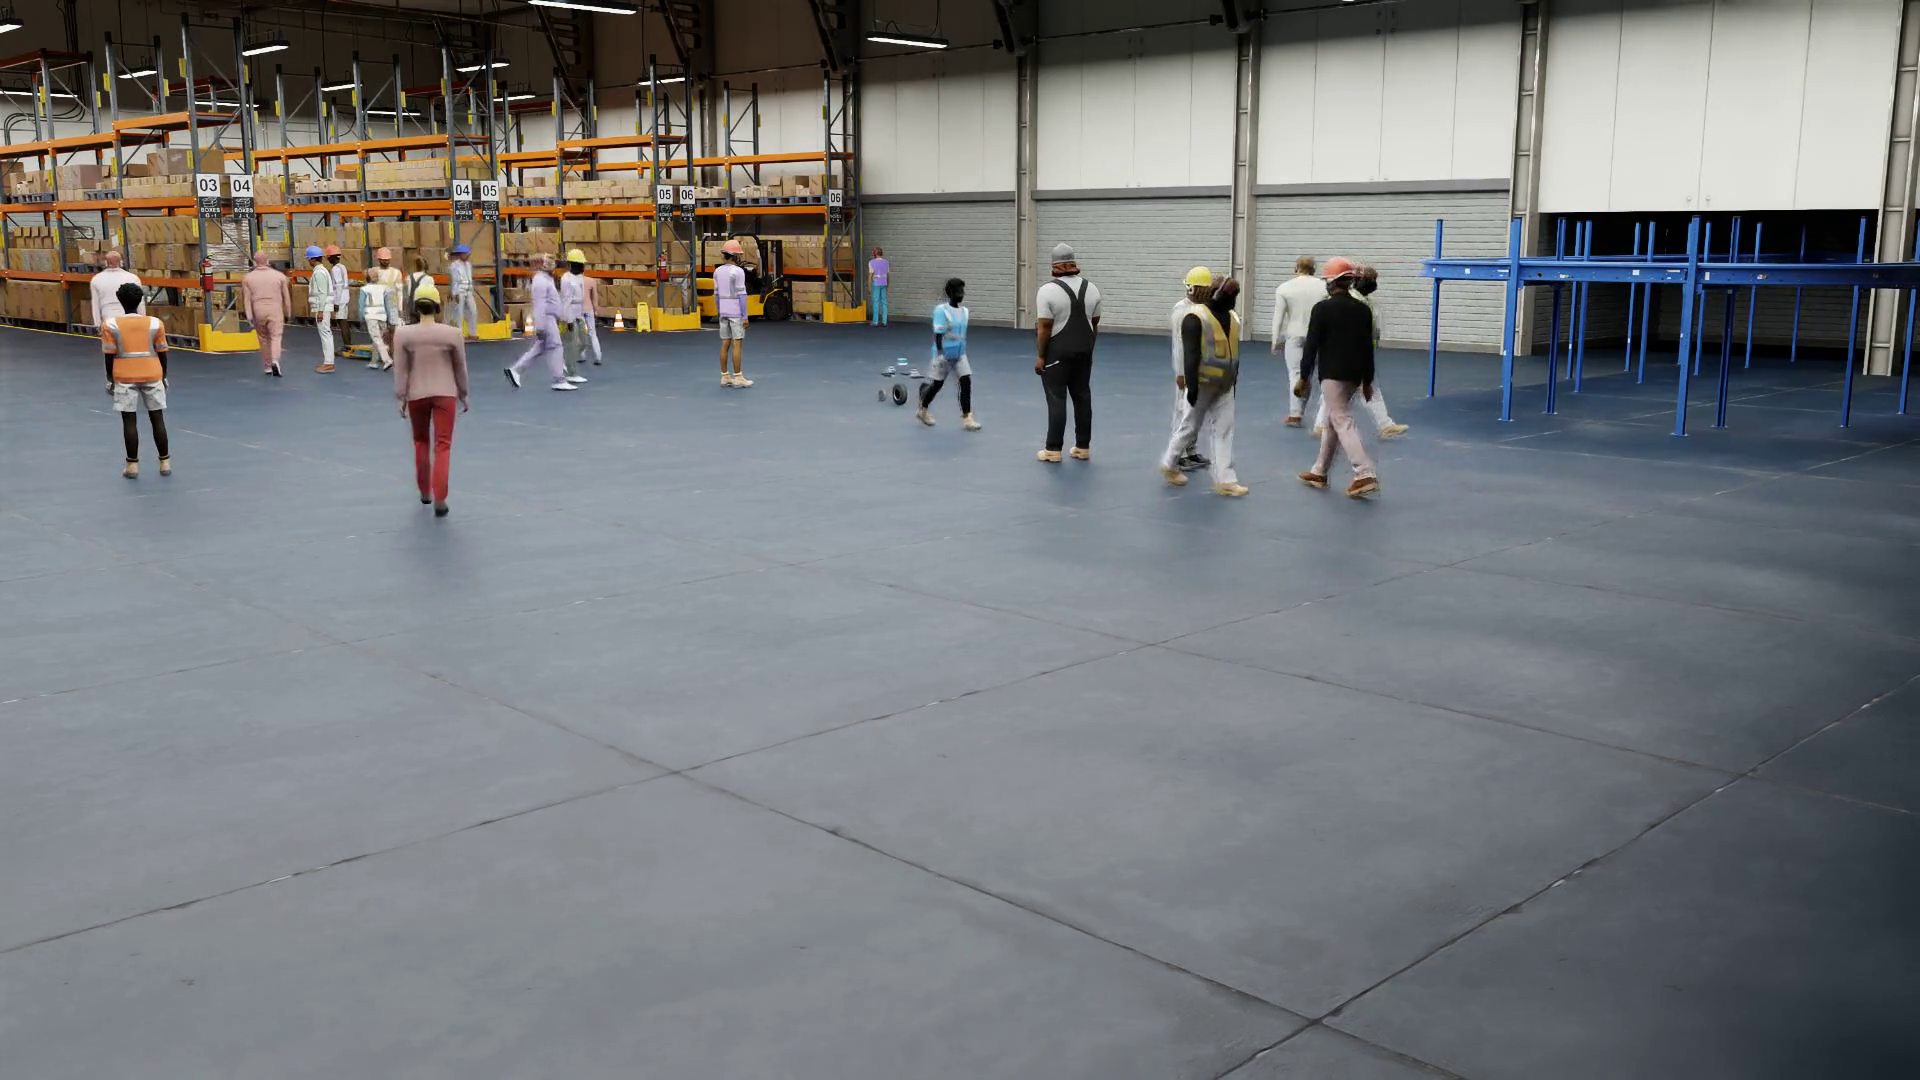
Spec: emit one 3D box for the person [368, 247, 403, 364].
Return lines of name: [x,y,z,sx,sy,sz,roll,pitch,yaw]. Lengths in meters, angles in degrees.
person: [-9.447,-3.861,27.410,0.539,1.916,0.435,-6,12,-29]

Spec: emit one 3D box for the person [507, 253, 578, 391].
person: [-5.765,-2.982,22.788,0.868,1.879,0.644,-3,11,-14]

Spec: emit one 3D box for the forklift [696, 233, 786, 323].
forklift: [-5.496,-6.489,41.108,2.313,2.155,1.214,-10,14,-44]

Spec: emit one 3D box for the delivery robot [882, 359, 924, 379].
delivery robot: [-0.727,-2.197,21.215,0.335,0.223,0.698,-8,13,-36]

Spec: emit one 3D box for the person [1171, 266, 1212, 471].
person: [2.133,-1.564,15.135,0.403,1.827,0.601,6,12,31]

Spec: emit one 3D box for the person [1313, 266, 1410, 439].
person: [4.167,-1.940,17.308,0.997,1.786,0.644,5,12,25]

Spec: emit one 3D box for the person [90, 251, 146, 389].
person: [-11.471,-2.989,22.744,0.640,1.881,0.849,-3,11,-17]

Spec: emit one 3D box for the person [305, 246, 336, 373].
person: [-9.909,-3.574,25.780,0.400,1.941,0.615,-3,11,-18]

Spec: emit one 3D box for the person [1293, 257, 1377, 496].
person: [3.150,-1.350,13.691,0.608,1.947,1.002,-7,12,-33]

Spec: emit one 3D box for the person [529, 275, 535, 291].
person: [-11.820,-7.213,45.907,0.430,1.844,0.624,9,13,39]

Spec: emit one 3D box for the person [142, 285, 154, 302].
person: [-18.588,-5.618,37.694,0.550,1.654,0.837,-9,14,-41]

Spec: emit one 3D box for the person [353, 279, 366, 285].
person: [-15.175,-6.556,42.353,0.404,1.829,0.599,8,13,36]

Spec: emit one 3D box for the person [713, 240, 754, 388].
person: [-3.167,-3.161,23.260,0.610,2.043,0.375,9,14,41]

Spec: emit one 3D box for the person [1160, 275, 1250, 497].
person: [2.039,-1.292,13.794,0.648,1.795,0.913,-8,13,-36]

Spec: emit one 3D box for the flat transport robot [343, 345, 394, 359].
flat transport robot: [-9.988,-3.249,28.689,1.431,0.197,0.652,9,14,41]

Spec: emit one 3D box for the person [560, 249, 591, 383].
person: [-5.564,-3.234,24.005,0.456,1.913,0.592,2,11,11]

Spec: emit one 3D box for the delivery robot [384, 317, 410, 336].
delivery robot: [-11.396,-4.324,33.520,0.707,0.478,0.477,4,11,23]

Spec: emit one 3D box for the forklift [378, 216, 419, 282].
forklift: [-17.868,-9.201,54.028,1.873,2.768,1.129,-10,14,-44]

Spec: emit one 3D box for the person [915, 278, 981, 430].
person: [-0.153,-2.049,18.263,0.547,1.655,0.819,-9,14,-41]

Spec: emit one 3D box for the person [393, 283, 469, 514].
person: [-4.064,-1.099,12.848,0.525,1.737,0.786,-2,11,-9]

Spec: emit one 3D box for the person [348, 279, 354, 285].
person: [-15.814,-6.787,43.582,0.919,1.855,0.585,8,13,37]

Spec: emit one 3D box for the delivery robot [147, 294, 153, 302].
delivery robot: [-21.879,-6.376,44.709,0.477,0.478,0.707,-5,11,-24]

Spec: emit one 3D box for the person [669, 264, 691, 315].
person: [-7.117,-6.568,42.272,0.583,1.882,0.337,0,10,1]

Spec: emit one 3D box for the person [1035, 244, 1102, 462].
person: [0.965,-1.756,15.719,0.675,2.000,0.537,-6,12,-30]

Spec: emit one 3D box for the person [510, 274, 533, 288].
person: [-11.879,-7.100,44.954,0.619,1.975,0.743,-7,13,-35]

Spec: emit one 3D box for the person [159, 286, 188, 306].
person: [-19.378,-6.309,40.930,1.014,1.866,0.610,10,15,44]

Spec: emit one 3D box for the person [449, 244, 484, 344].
person: [-9.715,-4.818,32.621,0.544,1.923,0.685,5,11,25]

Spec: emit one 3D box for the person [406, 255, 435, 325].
person: [-8.335,-3.519,25.887,0.519,1.788,0.982,3,11,14]

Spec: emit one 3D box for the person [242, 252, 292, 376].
person: [-10.490,-3.426,25.198,0.641,1.877,0.926,-3,11,-16]

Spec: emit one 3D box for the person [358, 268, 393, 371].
person: [-9.195,-3.476,26.190,0.847,1.595,0.519,8,13,36]

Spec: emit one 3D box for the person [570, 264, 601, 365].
person: [-6.183,-3.734,27.231,0.569,1.729,0.499,-8,13,-37]

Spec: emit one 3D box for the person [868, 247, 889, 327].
person: [-1.879,-5.894,38.731,0.561,1.836,0.377,-9,13,-39]

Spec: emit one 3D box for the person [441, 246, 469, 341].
person: [-10.117,-4.891,33.103,0.986,1.883,0.641,-7,13,-34]

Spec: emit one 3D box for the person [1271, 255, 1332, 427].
person: [3.845,-2.255,18.757,0.698,1.879,0.941,0,10,-1]

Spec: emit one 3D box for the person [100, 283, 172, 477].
person: [-7.245,-1.409,14.647,0.537,1.695,0.320,-7,13,-35]

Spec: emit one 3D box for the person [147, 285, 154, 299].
person: [-22.030,-6.999,44.765,0.760,1.838,0.562,-3,11,-14]

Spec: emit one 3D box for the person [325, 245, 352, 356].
person: [-10.973,-4.220,29.331,0.376,1.932,0.551,-2,11,-9]
